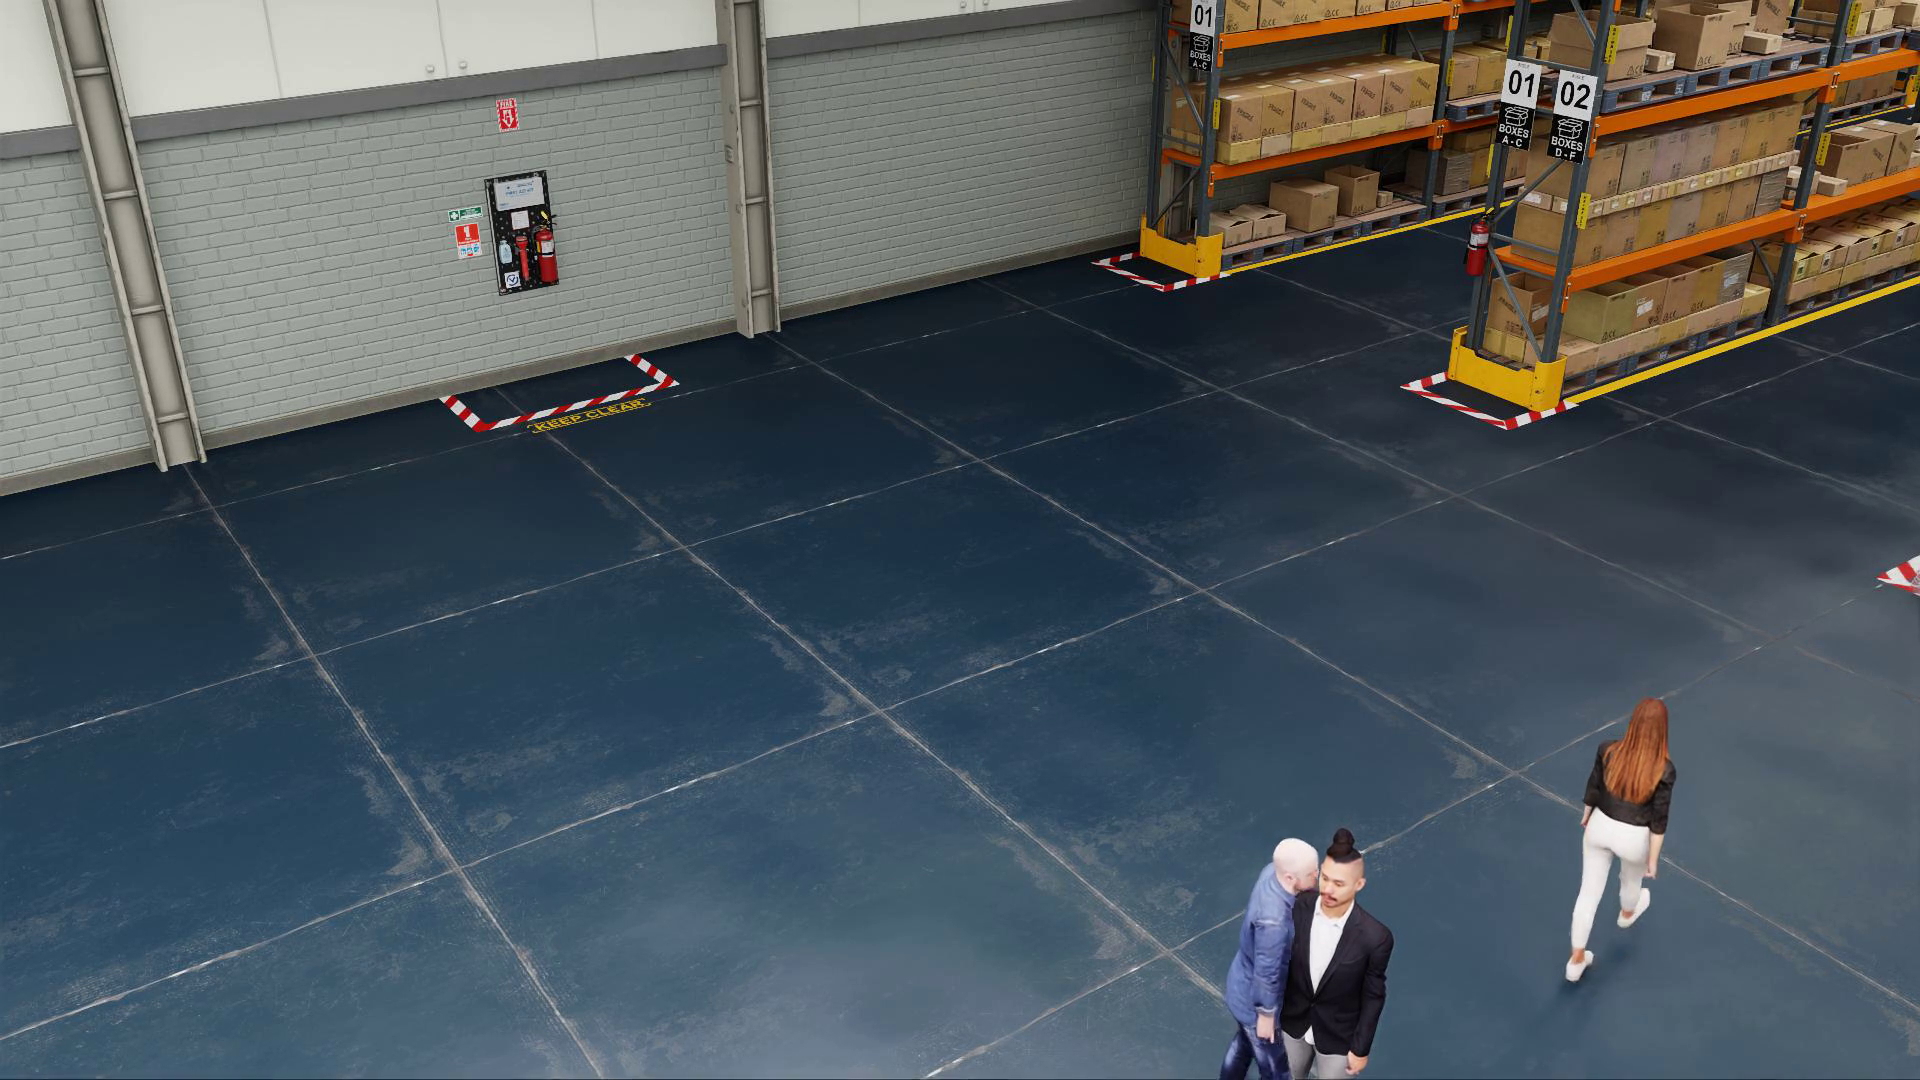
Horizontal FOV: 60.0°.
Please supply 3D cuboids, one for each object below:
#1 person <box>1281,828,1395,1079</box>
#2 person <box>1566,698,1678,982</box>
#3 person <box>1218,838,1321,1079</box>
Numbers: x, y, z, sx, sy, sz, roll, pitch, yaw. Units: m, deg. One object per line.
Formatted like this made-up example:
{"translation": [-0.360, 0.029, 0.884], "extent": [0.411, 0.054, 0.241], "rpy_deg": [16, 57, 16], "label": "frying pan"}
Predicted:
{"translation": [1.640, 2.134, 7.522], "extent": [0.778, 1.950, 0.727], "rpy_deg": [18, 32, 31], "label": "person"}
{"translation": [3.463, 1.622, 8.822], "extent": [0.821, 1.669, 1.129], "rpy_deg": [20, 33, 33], "label": "person"}
{"translation": [1.397, 2.111, 7.716], "extent": [0.951, 1.813, 0.891], "rpy_deg": [2, 27, 5], "label": "person"}
